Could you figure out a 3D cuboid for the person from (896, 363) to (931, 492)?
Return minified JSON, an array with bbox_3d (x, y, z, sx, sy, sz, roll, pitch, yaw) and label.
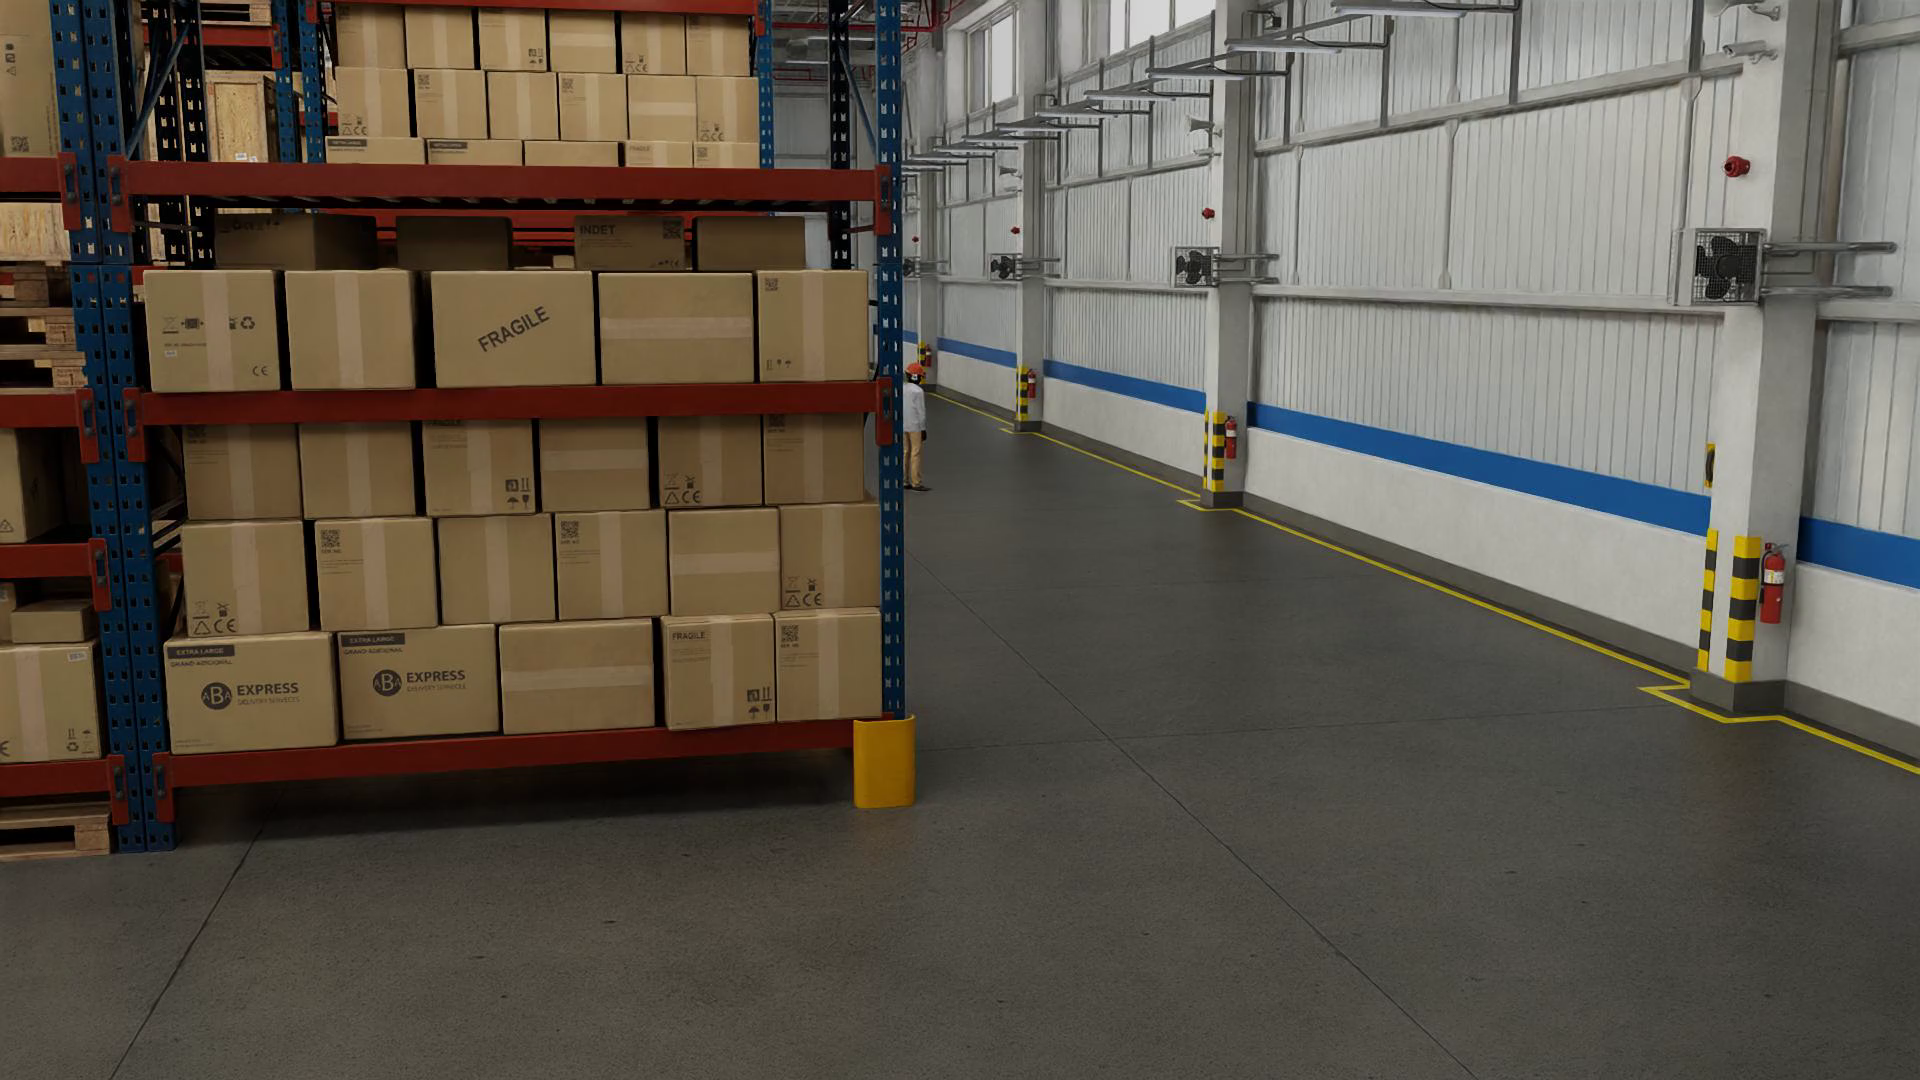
[{"bbox_3d":[-0.625,-1.528,22.572,0.338,1.742,0.562,-7,12,-38],"label":"person"}]
